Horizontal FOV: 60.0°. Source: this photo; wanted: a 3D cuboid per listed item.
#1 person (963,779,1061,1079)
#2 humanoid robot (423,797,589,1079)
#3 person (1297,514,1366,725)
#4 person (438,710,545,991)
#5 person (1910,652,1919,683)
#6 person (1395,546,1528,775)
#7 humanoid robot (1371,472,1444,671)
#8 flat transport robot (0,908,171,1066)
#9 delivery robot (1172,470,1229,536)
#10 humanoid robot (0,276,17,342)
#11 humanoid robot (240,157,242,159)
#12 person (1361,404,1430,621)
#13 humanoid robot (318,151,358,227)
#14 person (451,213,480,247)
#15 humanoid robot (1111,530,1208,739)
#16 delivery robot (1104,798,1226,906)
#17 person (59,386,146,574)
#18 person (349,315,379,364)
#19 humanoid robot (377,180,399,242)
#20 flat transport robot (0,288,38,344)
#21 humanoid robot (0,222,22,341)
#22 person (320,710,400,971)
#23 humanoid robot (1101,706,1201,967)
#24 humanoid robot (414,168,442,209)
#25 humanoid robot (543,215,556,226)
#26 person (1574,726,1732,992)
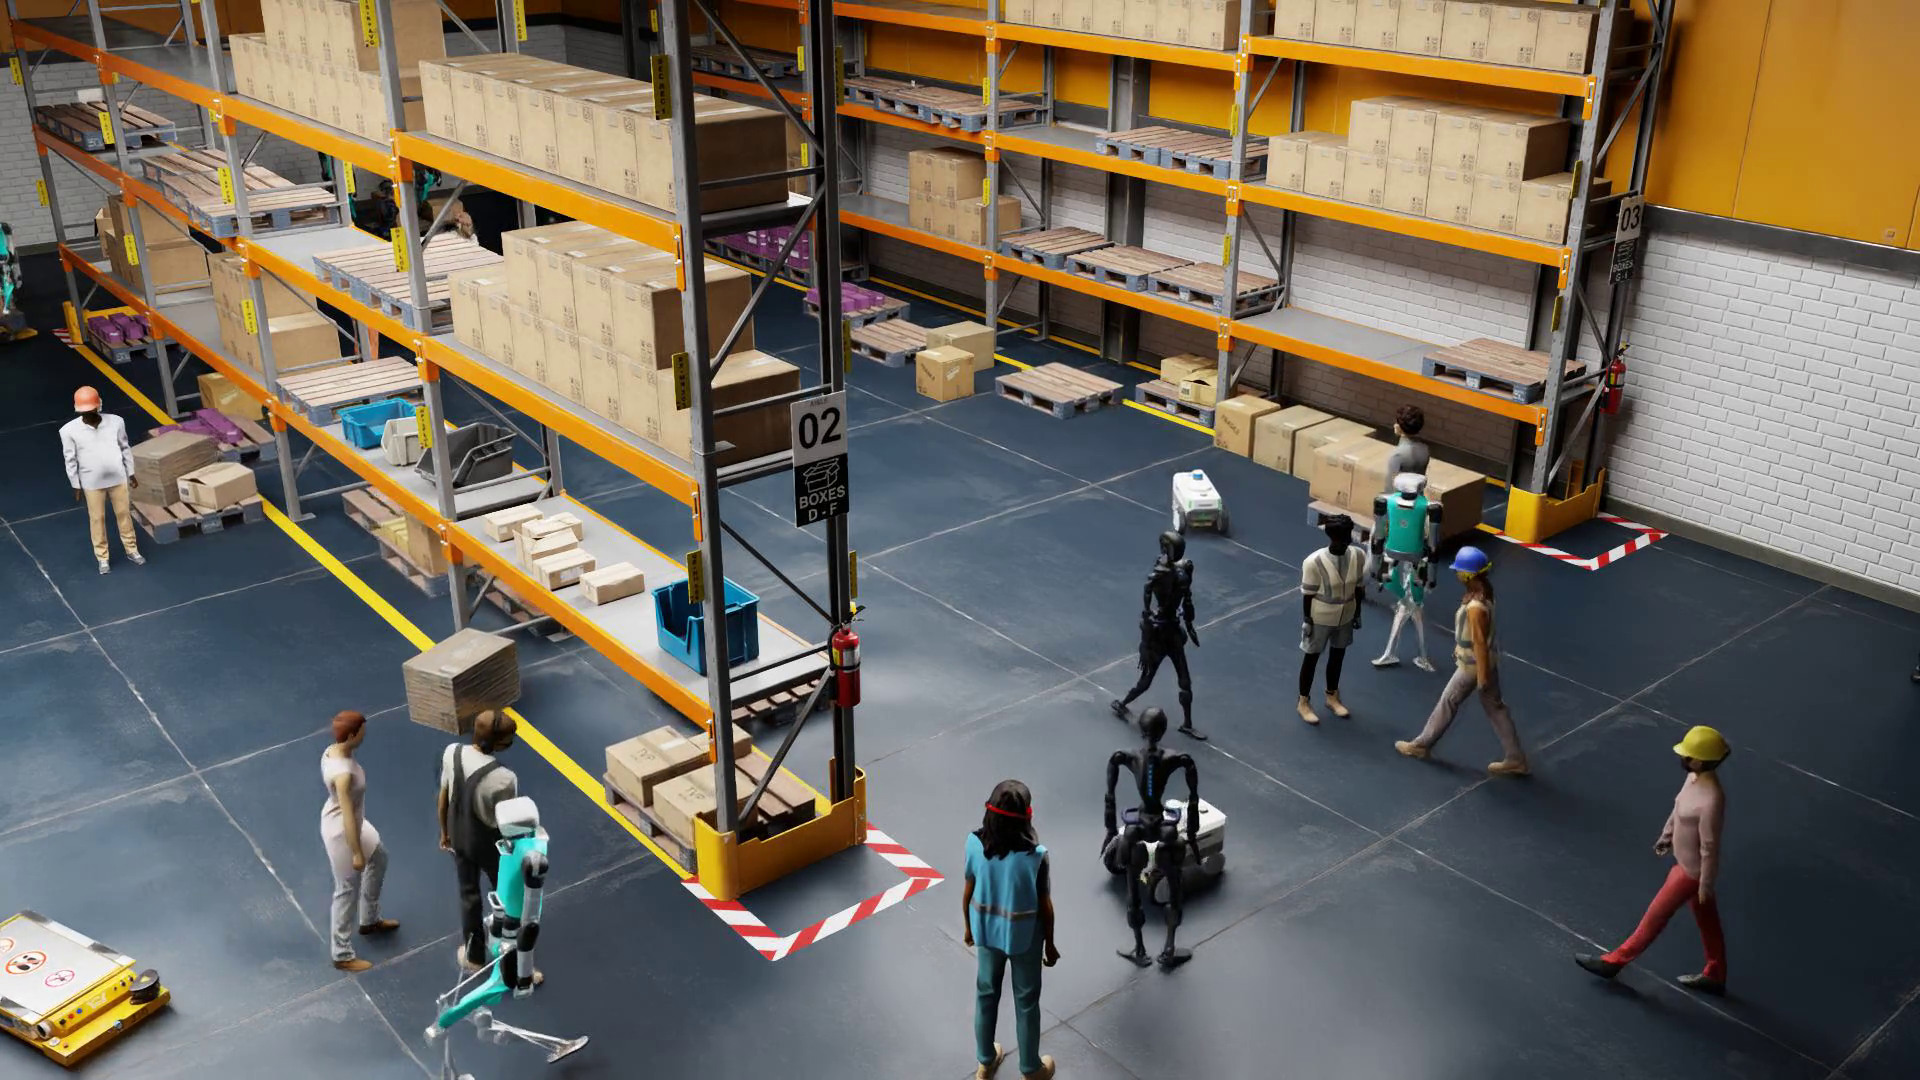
[{"bbox_3d":[0.256,2.100,8.766,0.528,1.866,0.393,10,25,22],"label":"person"},{"bbox_3d":[-2.532,2.209,8.711,1.032,1.729,0.535,-12,26,-27],"label":"humanoid robot"},{"bbox_3d":[2.782,0.580,12.505,0.533,1.691,0.319,-9,25,-19],"label":"person"},{"bbox_3d":[-2.787,1.768,9.626,0.662,1.808,0.340,10,25,22],"label":"person"},{"bbox_3d":[7.810,0.260,12.958,0.549,1.922,0.387,15,28,31],"label":"person"},{"bbox_3d":[3.683,0.870,11.820,0.954,1.716,0.489,10,25,23],"label":"person"},{"bbox_3d":[3.595,0.228,13.246,0.591,1.766,0.780,10,25,23],"label":"humanoid robot"},{"bbox_3d":[-5.356,2.573,9.685,1.431,0.231,0.659,13,26,27],"label":"flat transport robot"},{"bbox_3d":[2.302,-0.392,16.168,0.499,0.577,0.769,-2,23,-5],"label":"delivery robot"},{"bbox_3d":[-12.637,-3.359,21.616,0.585,1.780,0.902,1,23,3],"label":"humanoid robot"},{"bbox_3d":[-11.183,-5.148,25.796,0.588,1.646,0.348,12,26,25],"label":"humanoid robot"},{"bbox_3d":[3.708,-0.280,14.278,0.554,1.863,0.904,-12,26,-25],"label":"person"},{"bbox_3d":[-9.917,-5.625,26.800,0.542,1.736,0.982,1,23,3],"label":"humanoid robot"},{"bbox_3d":[-6.161,-3.211,21.075,0.956,1.858,0.644,10,25,22],"label":"person"},{"bbox_3d":[1.517,0.683,12.350,0.608,1.630,0.770,-21,31,-40],"label":"humanoid robot"},{"bbox_3d":[1.348,1.966,10.739,0.795,0.602,0.499,-15,27,-31],"label":"delivery robot"},{"bbox_3d":[-7.758,-0.563,15.074,0.571,1.747,0.334,-20,30,-38],"label":"person"},{"bbox_3d":[-7.184,-2.722,20.070,0.502,1.758,0.329,14,27,29],"label":"person"},{"bbox_3d":[-8.202,-4.406,24.109,0.729,1.630,0.596,-16,28,-33],"label":"humanoid robot"},{"bbox_3d":[-12.992,-2.667,21.819,0.659,0.231,1.431,18,29,36],"label":"flat transport robot"},{"bbox_3d":[-12.496,-3.312,21.574,0.548,1.878,0.708,-5,24,-12],"label":"humanoid robot"},{"bbox_3d":[-3.597,1.758,9.860,0.556,1.630,0.543,-9,25,-21],"label":"person"},{"bbox_3d":[1.134,1.752,9.821,0.596,1.647,0.335,3,24,8],"label":"humanoid robot"},{"bbox_3d":[-9.027,-6.089,27.895,1.033,1.734,0.559,13,27,28],"label":"humanoid robot"},{"bbox_3d":[-5.257,-3.456,21.887,0.654,1.638,0.392,-19,30,-37],"label":"humanoid robot"},{"bbox_3d":[4.108,1.830,9.566,0.900,1.715,0.542,7,24,16],"label":"person"}]
